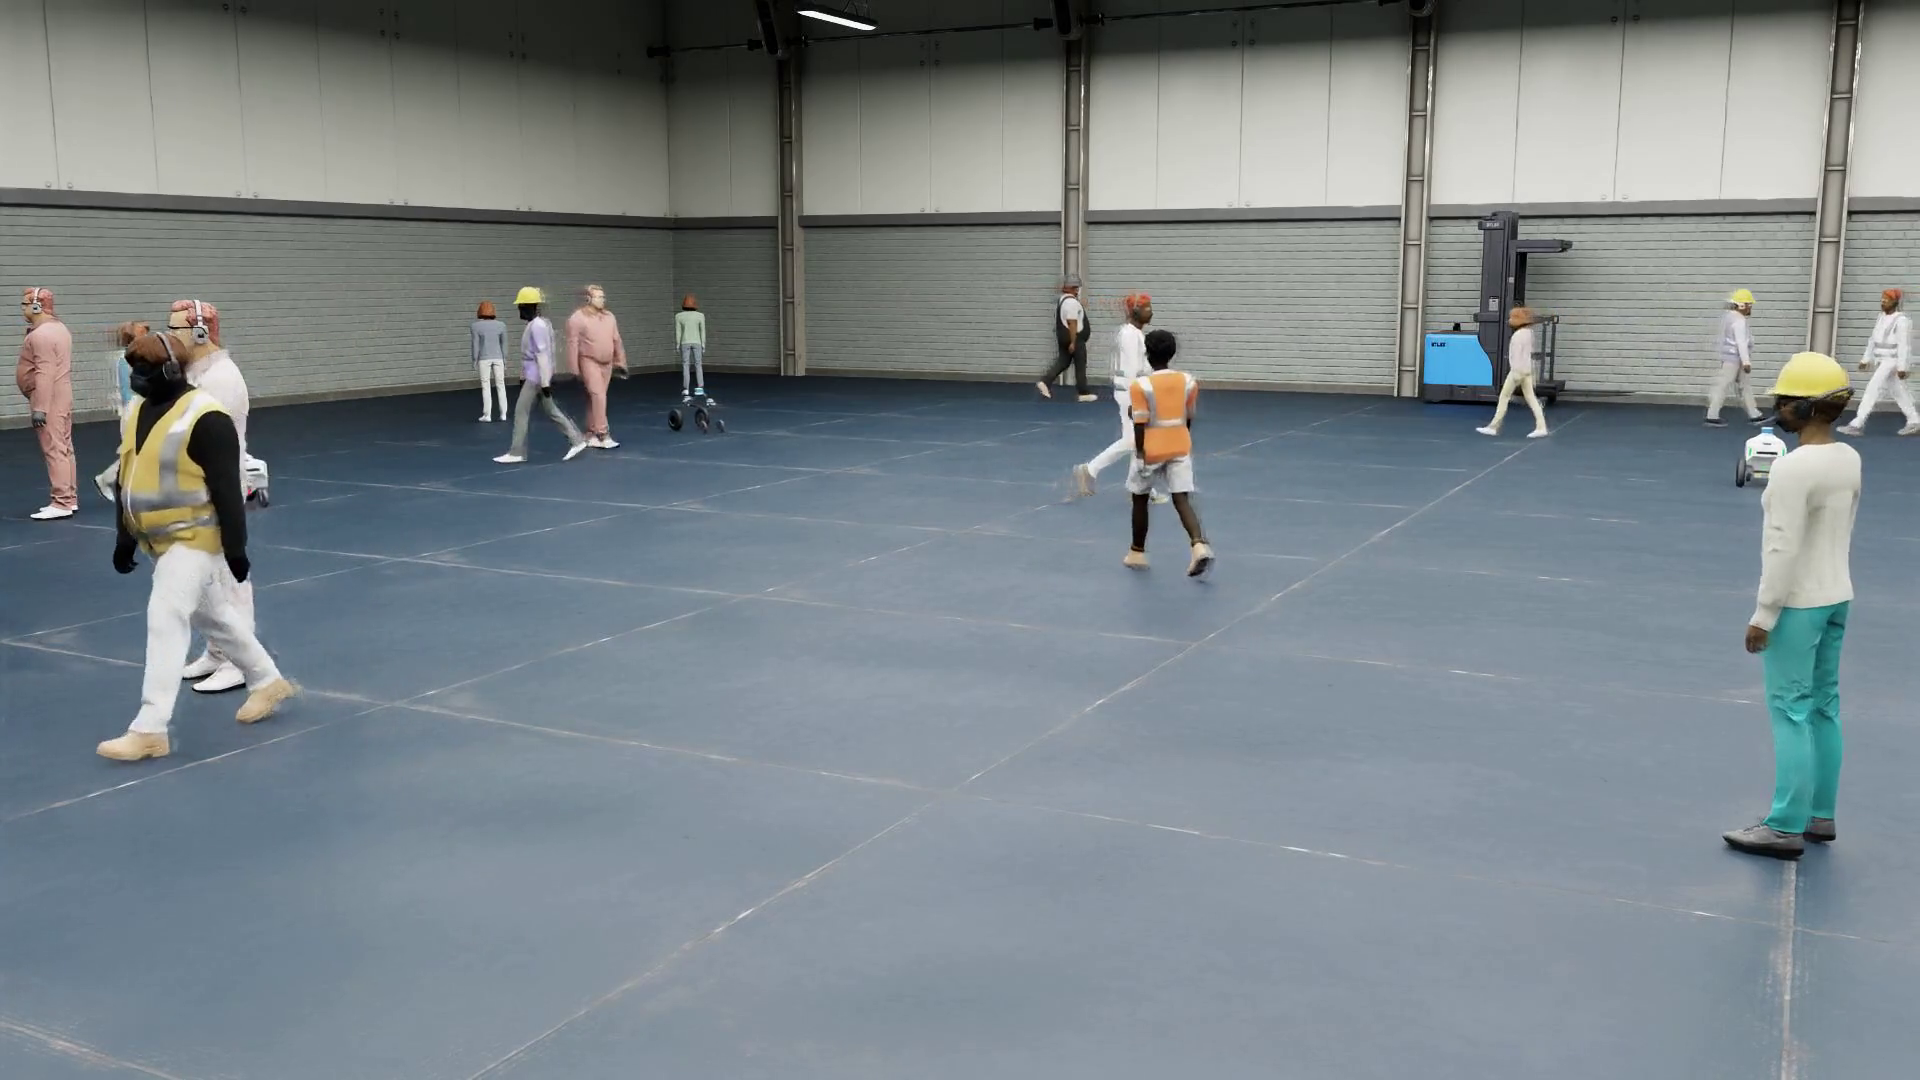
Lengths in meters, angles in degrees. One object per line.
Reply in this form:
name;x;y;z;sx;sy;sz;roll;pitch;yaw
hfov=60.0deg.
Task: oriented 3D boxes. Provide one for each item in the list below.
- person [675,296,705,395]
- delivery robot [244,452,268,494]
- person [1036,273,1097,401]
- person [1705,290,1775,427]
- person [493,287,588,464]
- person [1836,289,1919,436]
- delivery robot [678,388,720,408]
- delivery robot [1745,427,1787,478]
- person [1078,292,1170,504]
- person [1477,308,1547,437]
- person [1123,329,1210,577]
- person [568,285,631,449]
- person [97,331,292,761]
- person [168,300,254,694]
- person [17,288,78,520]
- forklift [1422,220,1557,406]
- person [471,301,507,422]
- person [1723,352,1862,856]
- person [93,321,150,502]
person;-4.459;-3.217;27.507;0.501;1.633;0.289;-2;9;-13
delivery robot;-6.382;-0.614;14.617;0.477;0.478;0.707;-9;13;-44
person;1.696;-3.191;26.231;0.894;2.000;0.679;-3;10;-18
person;10.273;-2.367;21.776;0.908;1.786;0.613;3;10;18
person;-4.507;-1.776;17.868;0.970;1.886;0.588;-2;9;-12
person;11.593;-2.213;20.742;1.039;1.830;0.583;2;9;10
delivery robot;-3.359;-1.837;21.362;0.335;0.223;0.698;-8;13;-42
delivery robot;7.760;-0.842;16.022;0.477;0.478;0.707;4;10;23
person;1.463;-1.241;14.628;0.737;1.867;0.586;3;10;18
person;6.897;-2.069;20.555;0.851;1.588;0.511;8;12;39
person;1.404;-0.590;11.226;0.521;1.671;0.829;-3;10;-21
person;-4.094;-1.974;19.131;0.867;1.871;0.646;6;11;31
person;-3.362;-0.016;7.273;0.626;1.802;0.964;7;11;35
person;-3.713;-0.220;8.185;0.410;1.909;0.643;-7;11;-36
person;-7.590;-1.133;13.820;0.410;1.909;0.642;-3;10;-17
forklift;8.245;-3.527;25.720;1.873;2.768;1.129;5;10;27
person;-6.409;-2.431;22.661;0.498;1.634;0.284;-6;11;-34
person;2.954;0.227;5.890;0.544;1.763;0.335;-7;11;-36
person;-7.189;-1.081;14.389;0.500;1.625;0.531;-2;9;-14
